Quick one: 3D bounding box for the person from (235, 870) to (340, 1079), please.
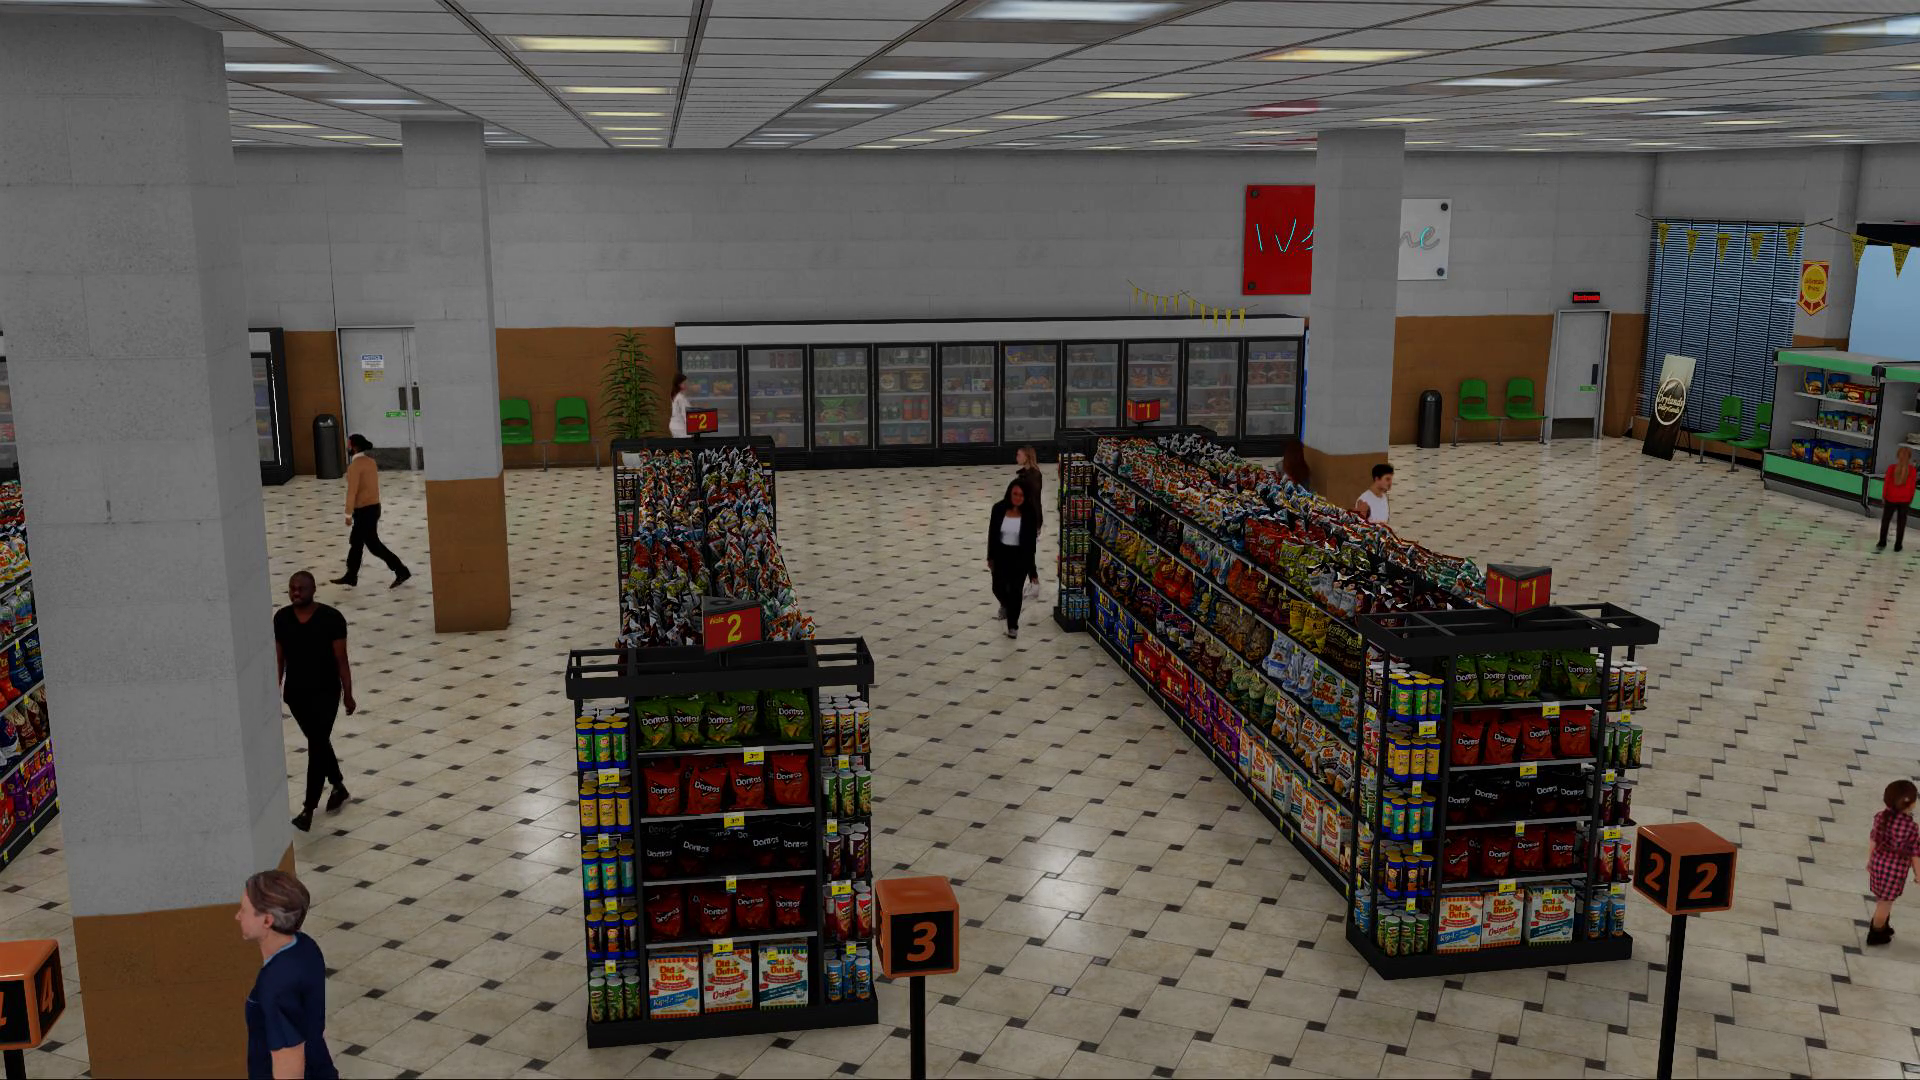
[{"bbox_3d":[-2.487,2.158,6.415,0.730,1.854,0.627,-2,12,-8],"label":"person"}]

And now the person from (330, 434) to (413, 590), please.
[{"bbox_3d":[-6.486,-0.294,18.356,0.908,1.732,1.193,0,12,2],"label":"person"}]

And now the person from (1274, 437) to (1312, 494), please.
[{"bbox_3d":[3.656,-0.272,18.386,0.658,1.677,0.733,-3,12,-15],"label":"person"}]

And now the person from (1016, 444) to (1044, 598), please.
[{"bbox_3d":[0.826,-0.190,17.961,0.711,1.691,0.533,-4,12,-17],"label":"person"}]

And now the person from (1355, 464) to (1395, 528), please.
[{"bbox_3d":[3.936,0.113,16.378,0.972,1.751,0.913,8,14,34],"label":"person"}]

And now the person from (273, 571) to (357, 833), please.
[{"bbox_3d":[-4.493,1.097,11.653,0.855,1.773,1.244,0,12,2],"label":"person"}]

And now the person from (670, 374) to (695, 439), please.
[{"bbox_3d":[-4.230,-1.678,25.118,0.781,1.653,0.611,-9,15,-37],"label":"person"}]

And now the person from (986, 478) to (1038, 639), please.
[{"bbox_3d":[0.520,0.164,16.525,0.805,1.589,0.990,1,12,6],"label":"person"}]

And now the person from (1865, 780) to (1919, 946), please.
[{"bbox_3d":[5.406,1.895,9.706,0.553,1.011,0.490,-6,13,-26],"label":"person"}]

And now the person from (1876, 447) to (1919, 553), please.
[{"bbox_3d":[11.535,-0.501,20.453,0.583,1.273,0.622,5,13,22],"label":"person"}]
